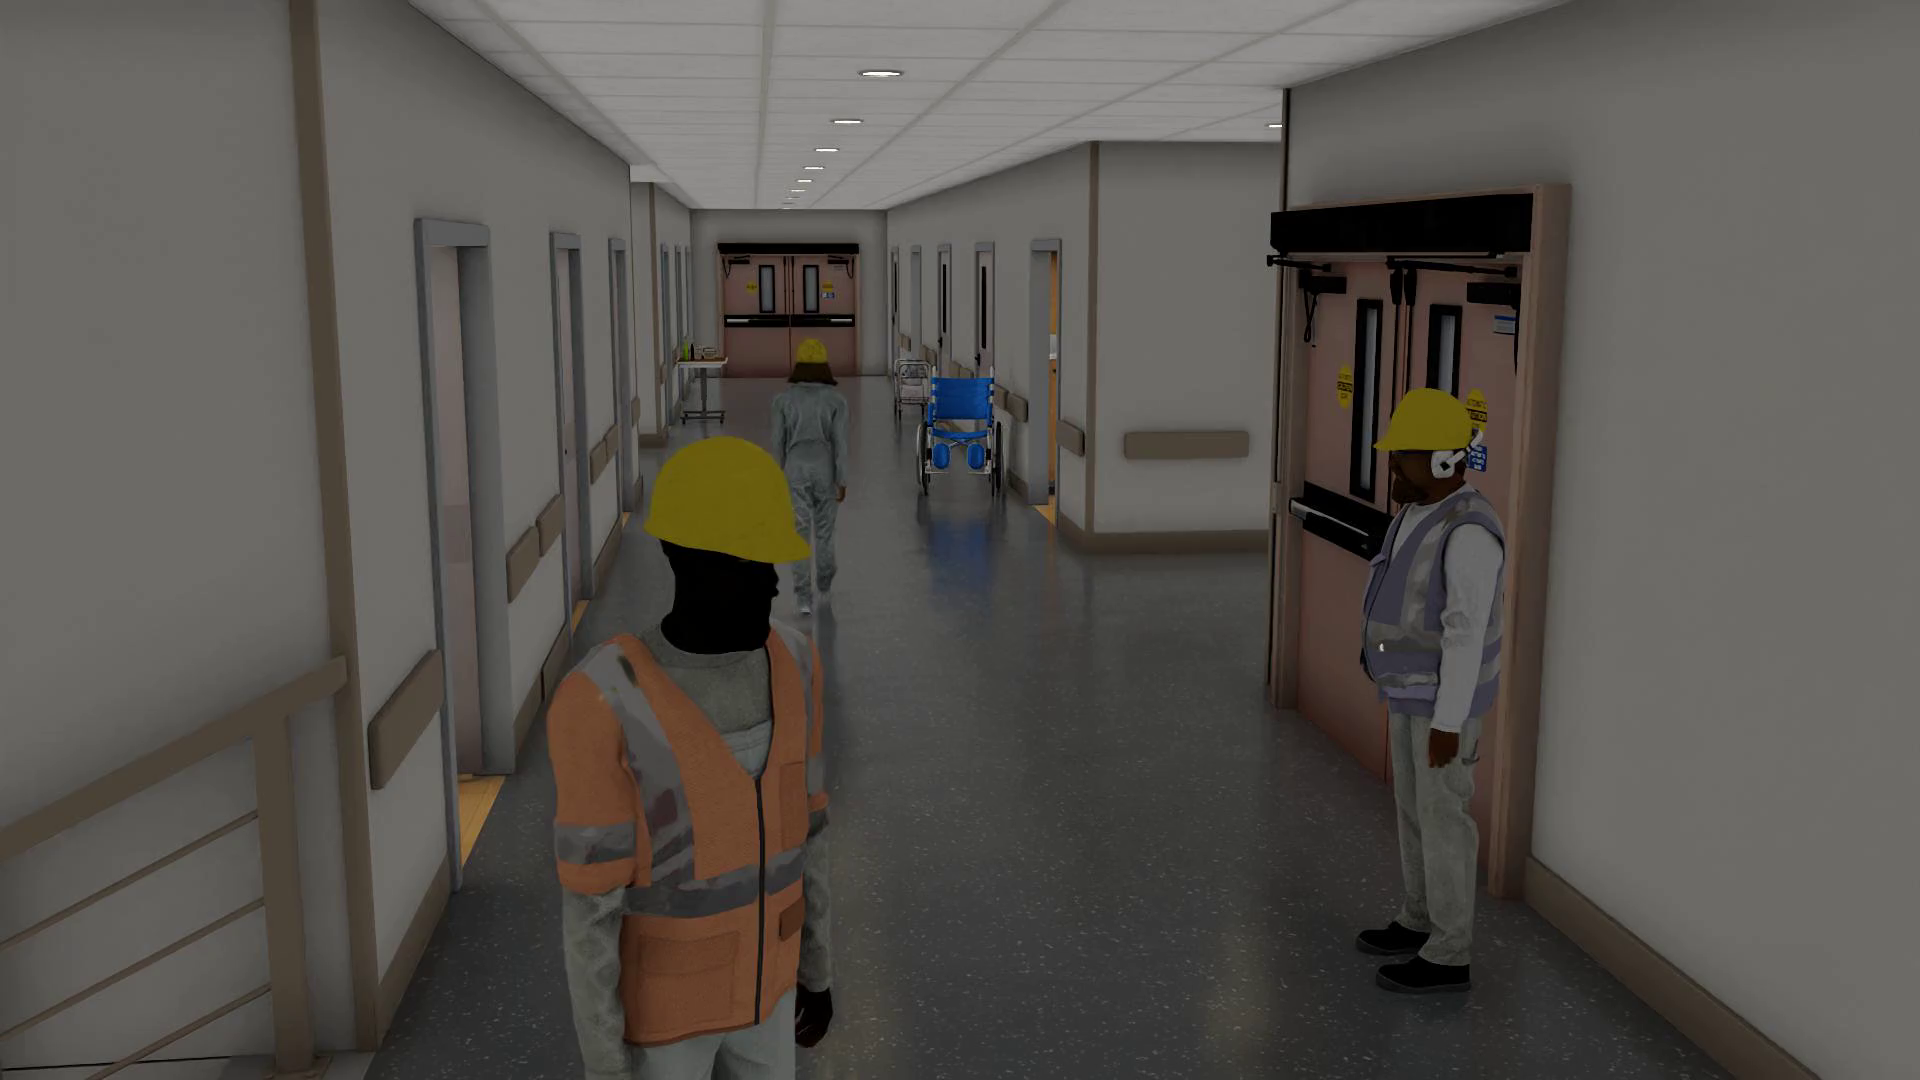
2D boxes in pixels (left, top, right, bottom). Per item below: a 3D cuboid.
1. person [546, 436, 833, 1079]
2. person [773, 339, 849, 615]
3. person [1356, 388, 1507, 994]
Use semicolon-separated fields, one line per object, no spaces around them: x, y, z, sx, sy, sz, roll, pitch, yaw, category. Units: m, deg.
-0.420;0.773;2.894;0.395;1.918;0.589;8;13;39;person
-0.928;-0.403;10.403;0.479;1.689;0.926;-1;10;-4;person
1.414;0.454;5.044;0.404;1.824;0.586;-1;10;-4;person
